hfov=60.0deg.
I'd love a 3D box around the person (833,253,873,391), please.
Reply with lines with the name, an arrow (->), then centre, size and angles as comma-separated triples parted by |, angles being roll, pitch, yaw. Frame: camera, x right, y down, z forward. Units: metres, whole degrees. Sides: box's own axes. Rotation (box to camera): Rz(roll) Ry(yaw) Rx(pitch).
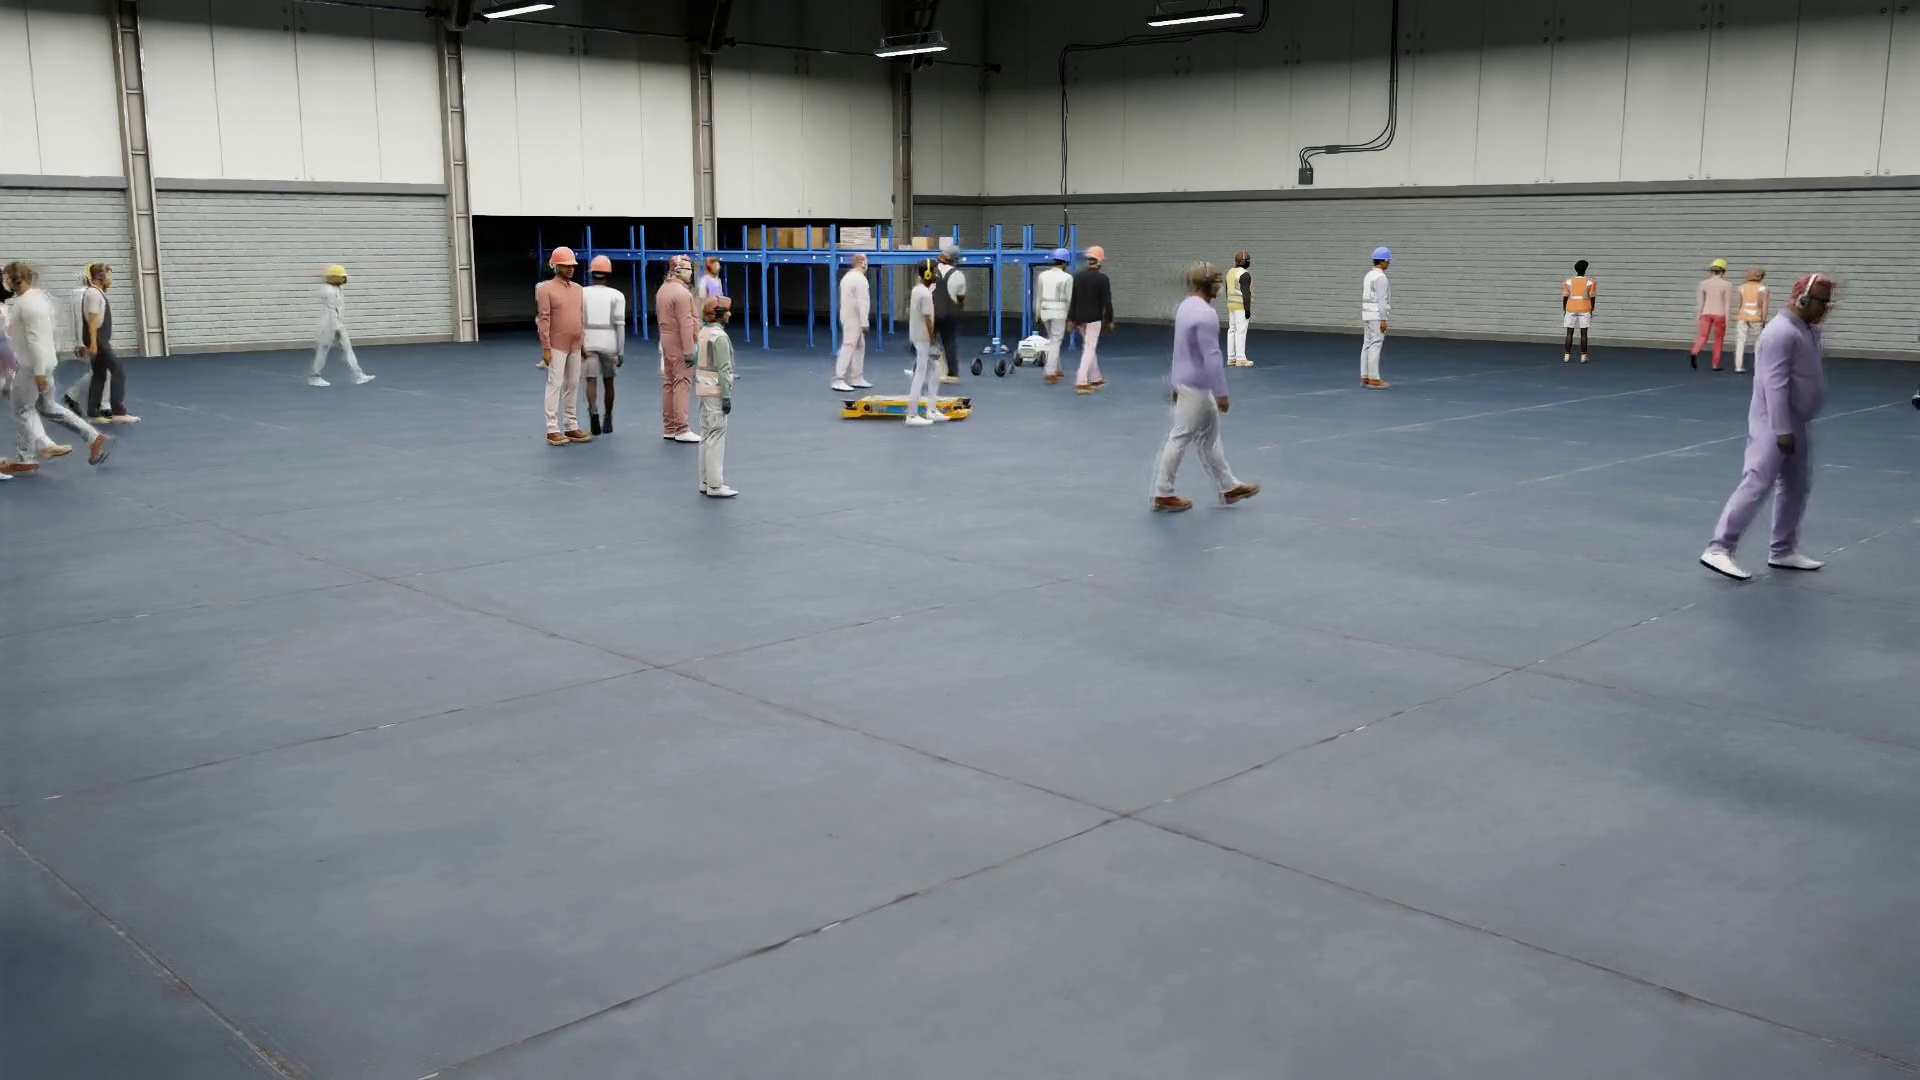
person -> -1.485, -2.993, 22.861 | 0.679, 1.862, 0.678 | -4, 11, -22

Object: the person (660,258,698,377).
person -> -4.085, -3.326, 24.854 | 0.975, 1.779, 0.616 | -7, 13, -35

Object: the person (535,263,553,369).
person -> -6.460, -3.534, 26.284 | 0.677, 1.672, 0.536 | 5, 11, 23

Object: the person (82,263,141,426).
person -> -9.461, -2.169, 18.503 | 0.682, 1.802, 0.594 | -5, 12, -27

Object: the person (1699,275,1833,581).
person -> 5.084, -0.703, 10.368 | 0.541, 1.867, 0.834 | 9, 14, 40

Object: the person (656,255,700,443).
person -> -2.872, -1.968, 17.131 | 0.402, 1.904, 0.652 | -6, 12, -31

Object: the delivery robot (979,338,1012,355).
delivery robot -> 0.544, -2.967, 25.411 | 0.335, 0.223, 0.698 | 6, 12, 29

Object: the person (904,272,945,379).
person -> -0.514, -3.109, 24.168 | 0.833, 1.590, 0.524 | 7, 12, 32

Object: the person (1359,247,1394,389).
person -> 5.807, -3.096, 23.163 | 0.404, 1.945, 0.616 | -1, 10, -7

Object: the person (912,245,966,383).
person -> -0.294, -3.241, 23.818 | 0.741, 2.000, 0.550 | 0, 10, -2

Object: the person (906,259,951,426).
person -> -0.312, -2.205, 18.582 | 0.696, 1.843, 0.574 | -2, 11, -13

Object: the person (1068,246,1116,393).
person -> 1.844, -2.987, 22.552 | 0.950, 1.952, 0.625 | -10, 14, -42

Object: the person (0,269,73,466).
person -> -8.723, -1.582, 15.312 | 0.907, 1.799, 0.623 | -3, 11, -18

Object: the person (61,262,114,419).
person -> -9.994, -2.285, 19.122 | 0.547, 1.806, 0.607 | -1, 10, -4

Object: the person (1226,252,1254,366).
person -> 4.577, -3.766, 27.107 | 0.429, 1.842, 0.635 | -3, 11, -18

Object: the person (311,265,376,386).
person -> -8.751, -3.012, 23.389 | 0.909, 1.684, 0.492 | 0, 10, -1

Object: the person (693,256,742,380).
person -> -3.700, -3.288, 24.597 | 0.920, 1.808, 0.580 | 3, 11, 14

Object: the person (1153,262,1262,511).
person -> 1.935, -1.173, 12.819 | 0.971, 1.892, 0.653 | -1, 10, -5

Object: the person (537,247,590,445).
person -> -4.025, -1.983, 16.966 | 0.397, 1.992, 0.621 | 6, 12, 29

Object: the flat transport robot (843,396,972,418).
flat transport robot -> -0.608, -1.565, 19.509 | 1.431, 0.197, 0.652 | 2, 10, 8

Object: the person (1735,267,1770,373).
person -> 12.261, -3.388, 25.664 | 0.768, 1.605, 0.534 | -8, 13, -35

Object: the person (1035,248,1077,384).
person -> 1.462, -3.221, 23.936 | 0.630, 1.913, 0.808 | 10, 14, 43

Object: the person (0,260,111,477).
person -> -8.175, -1.548, 14.879 | 0.885, 1.908, 0.644 | -6, 12, -29

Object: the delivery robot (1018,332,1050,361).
delivery robot -> 1.232, -3.169, 27.221 | 0.477, 0.478, 0.707 | 5, 12, 25

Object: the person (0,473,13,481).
person -> -8.549, -1.289, 14.186 | 0.611, 1.621, 0.525 | -4, 11, -22

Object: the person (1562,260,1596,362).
person -> 10.354, -3.828, 27.842 | 0.541, 1.696, 0.315 | 5, 11, 24

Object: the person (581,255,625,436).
person -> -3.822, -2.061, 17.647 | 0.552, 1.916, 0.865 | -2, 11, -9

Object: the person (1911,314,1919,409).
person -> 12.056, -2.598, 20.362 | 0.645, 1.978, 1.095 | 10, 14, 44

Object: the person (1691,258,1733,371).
person -> 11.785, -3.523, 26.034 | 0.595, 1.753, 0.535 | -9, 14, -41

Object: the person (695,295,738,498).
person -> -1.986, -1.170, 13.535 | 0.319, 1.629, 0.508 | -5, 12, -27
